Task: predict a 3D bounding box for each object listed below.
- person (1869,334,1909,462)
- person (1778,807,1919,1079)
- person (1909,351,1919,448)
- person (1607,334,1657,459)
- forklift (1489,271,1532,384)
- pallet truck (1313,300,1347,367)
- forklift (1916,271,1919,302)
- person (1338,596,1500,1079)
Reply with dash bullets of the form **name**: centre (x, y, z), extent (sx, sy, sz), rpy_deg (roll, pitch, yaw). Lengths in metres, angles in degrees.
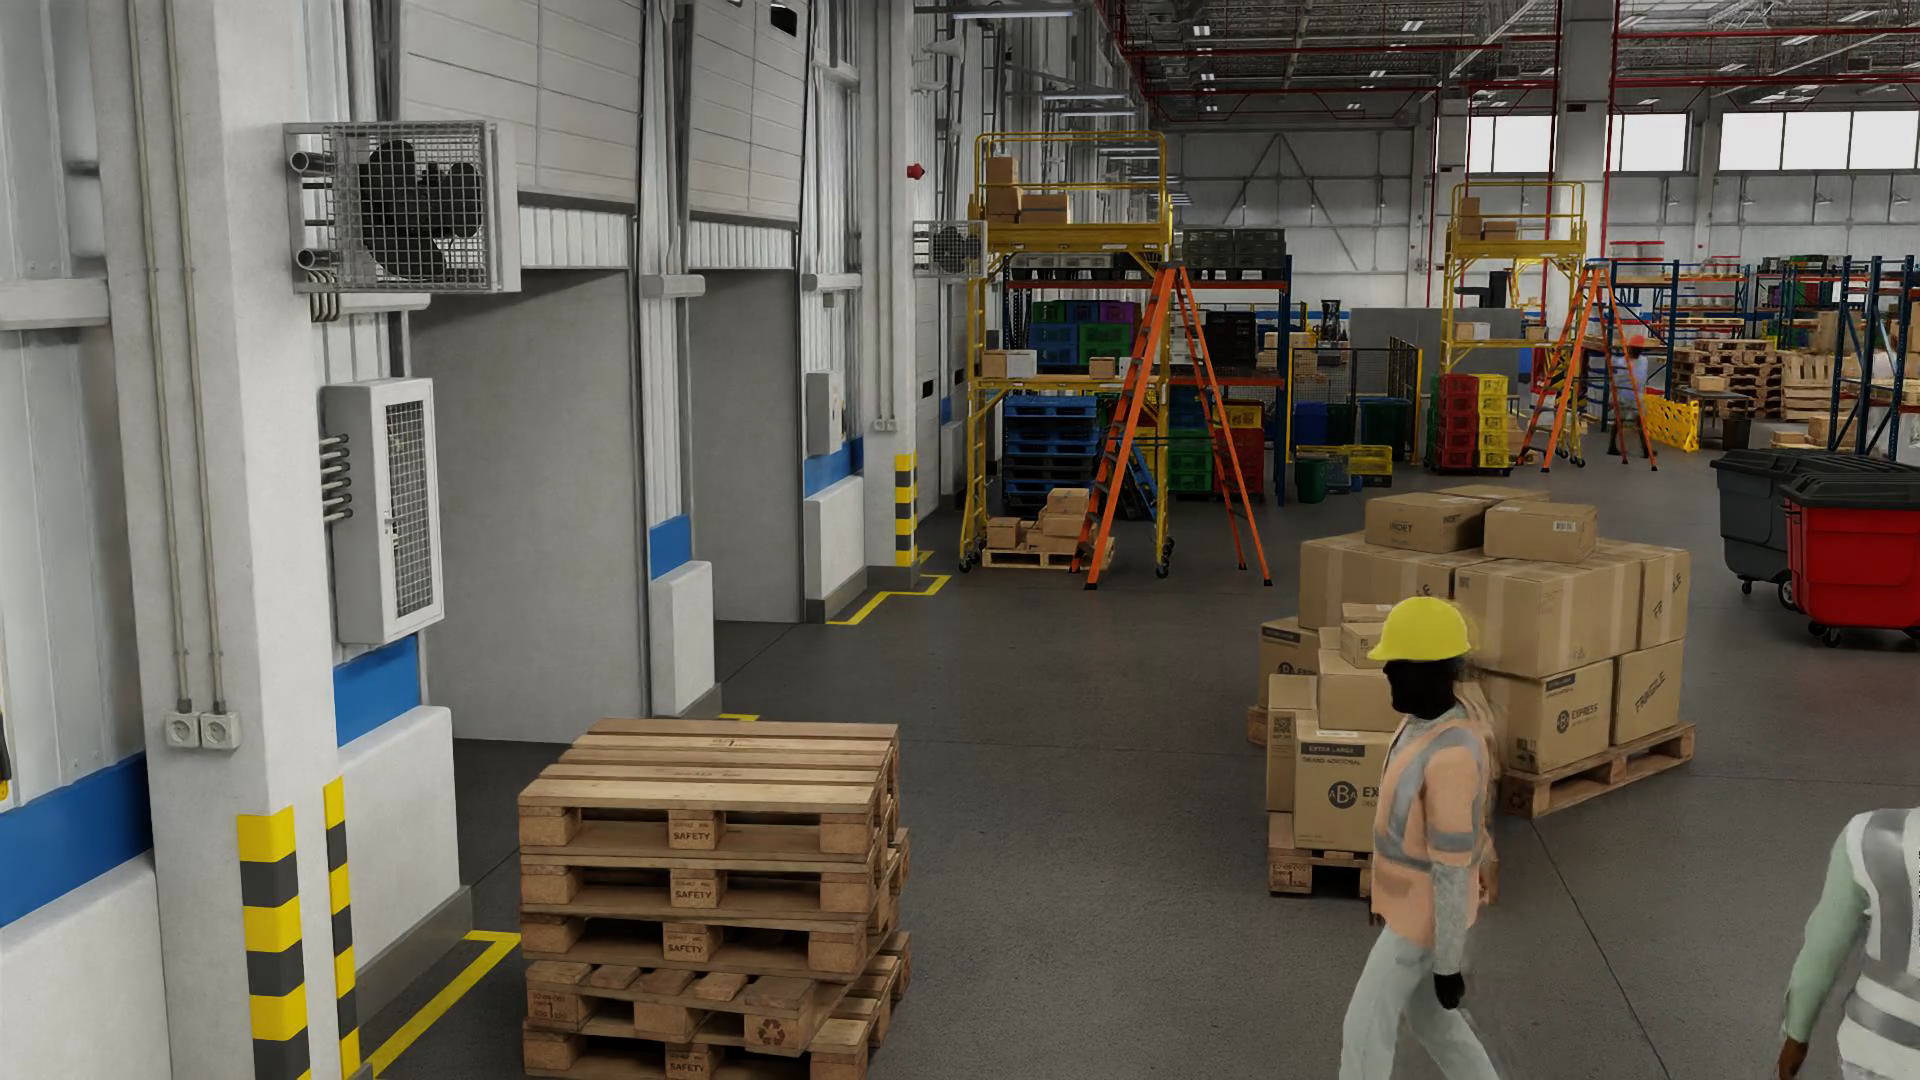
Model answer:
- **person**: centre (13.502, -2.025, 24.201), extent (0.551, 1.919, 0.665), rpy_deg (-5, 10, -27)
- **person**: centre (2.390, 1.268, 4.086), extent (0.659, 1.869, 1.045), rpy_deg (5, 10, 27)
- **person**: centre (15.514, -2.340, 26.731), extent (0.323, 1.736, 0.488), rpy_deg (4, 10, 25)
- **person**: centre (10.253, -2.187, 25.335), extent (0.572, 1.880, 1.003), rpy_deg (-2, 10, -15)
- **forklift**: centre (13.422, -5.322, 41.591), extent (1.873, 2.768, 1.129), rpy_deg (1, 9, 9)
- **pallet truck**: centre (11.159, -6.200, 49.718), extent (0.823, 1.965, 1.885), rpy_deg (4, 10, 26)
- **forklift**: centre (27.383, -6.247, 47.292), extent (1.873, 2.768, 1.129), rpy_deg (4, 10, 24)
- **person**: centre (1.399, 1.095, 5.031), extent (0.833, 1.899, 0.611), rpy_deg (2, 9, 12)
